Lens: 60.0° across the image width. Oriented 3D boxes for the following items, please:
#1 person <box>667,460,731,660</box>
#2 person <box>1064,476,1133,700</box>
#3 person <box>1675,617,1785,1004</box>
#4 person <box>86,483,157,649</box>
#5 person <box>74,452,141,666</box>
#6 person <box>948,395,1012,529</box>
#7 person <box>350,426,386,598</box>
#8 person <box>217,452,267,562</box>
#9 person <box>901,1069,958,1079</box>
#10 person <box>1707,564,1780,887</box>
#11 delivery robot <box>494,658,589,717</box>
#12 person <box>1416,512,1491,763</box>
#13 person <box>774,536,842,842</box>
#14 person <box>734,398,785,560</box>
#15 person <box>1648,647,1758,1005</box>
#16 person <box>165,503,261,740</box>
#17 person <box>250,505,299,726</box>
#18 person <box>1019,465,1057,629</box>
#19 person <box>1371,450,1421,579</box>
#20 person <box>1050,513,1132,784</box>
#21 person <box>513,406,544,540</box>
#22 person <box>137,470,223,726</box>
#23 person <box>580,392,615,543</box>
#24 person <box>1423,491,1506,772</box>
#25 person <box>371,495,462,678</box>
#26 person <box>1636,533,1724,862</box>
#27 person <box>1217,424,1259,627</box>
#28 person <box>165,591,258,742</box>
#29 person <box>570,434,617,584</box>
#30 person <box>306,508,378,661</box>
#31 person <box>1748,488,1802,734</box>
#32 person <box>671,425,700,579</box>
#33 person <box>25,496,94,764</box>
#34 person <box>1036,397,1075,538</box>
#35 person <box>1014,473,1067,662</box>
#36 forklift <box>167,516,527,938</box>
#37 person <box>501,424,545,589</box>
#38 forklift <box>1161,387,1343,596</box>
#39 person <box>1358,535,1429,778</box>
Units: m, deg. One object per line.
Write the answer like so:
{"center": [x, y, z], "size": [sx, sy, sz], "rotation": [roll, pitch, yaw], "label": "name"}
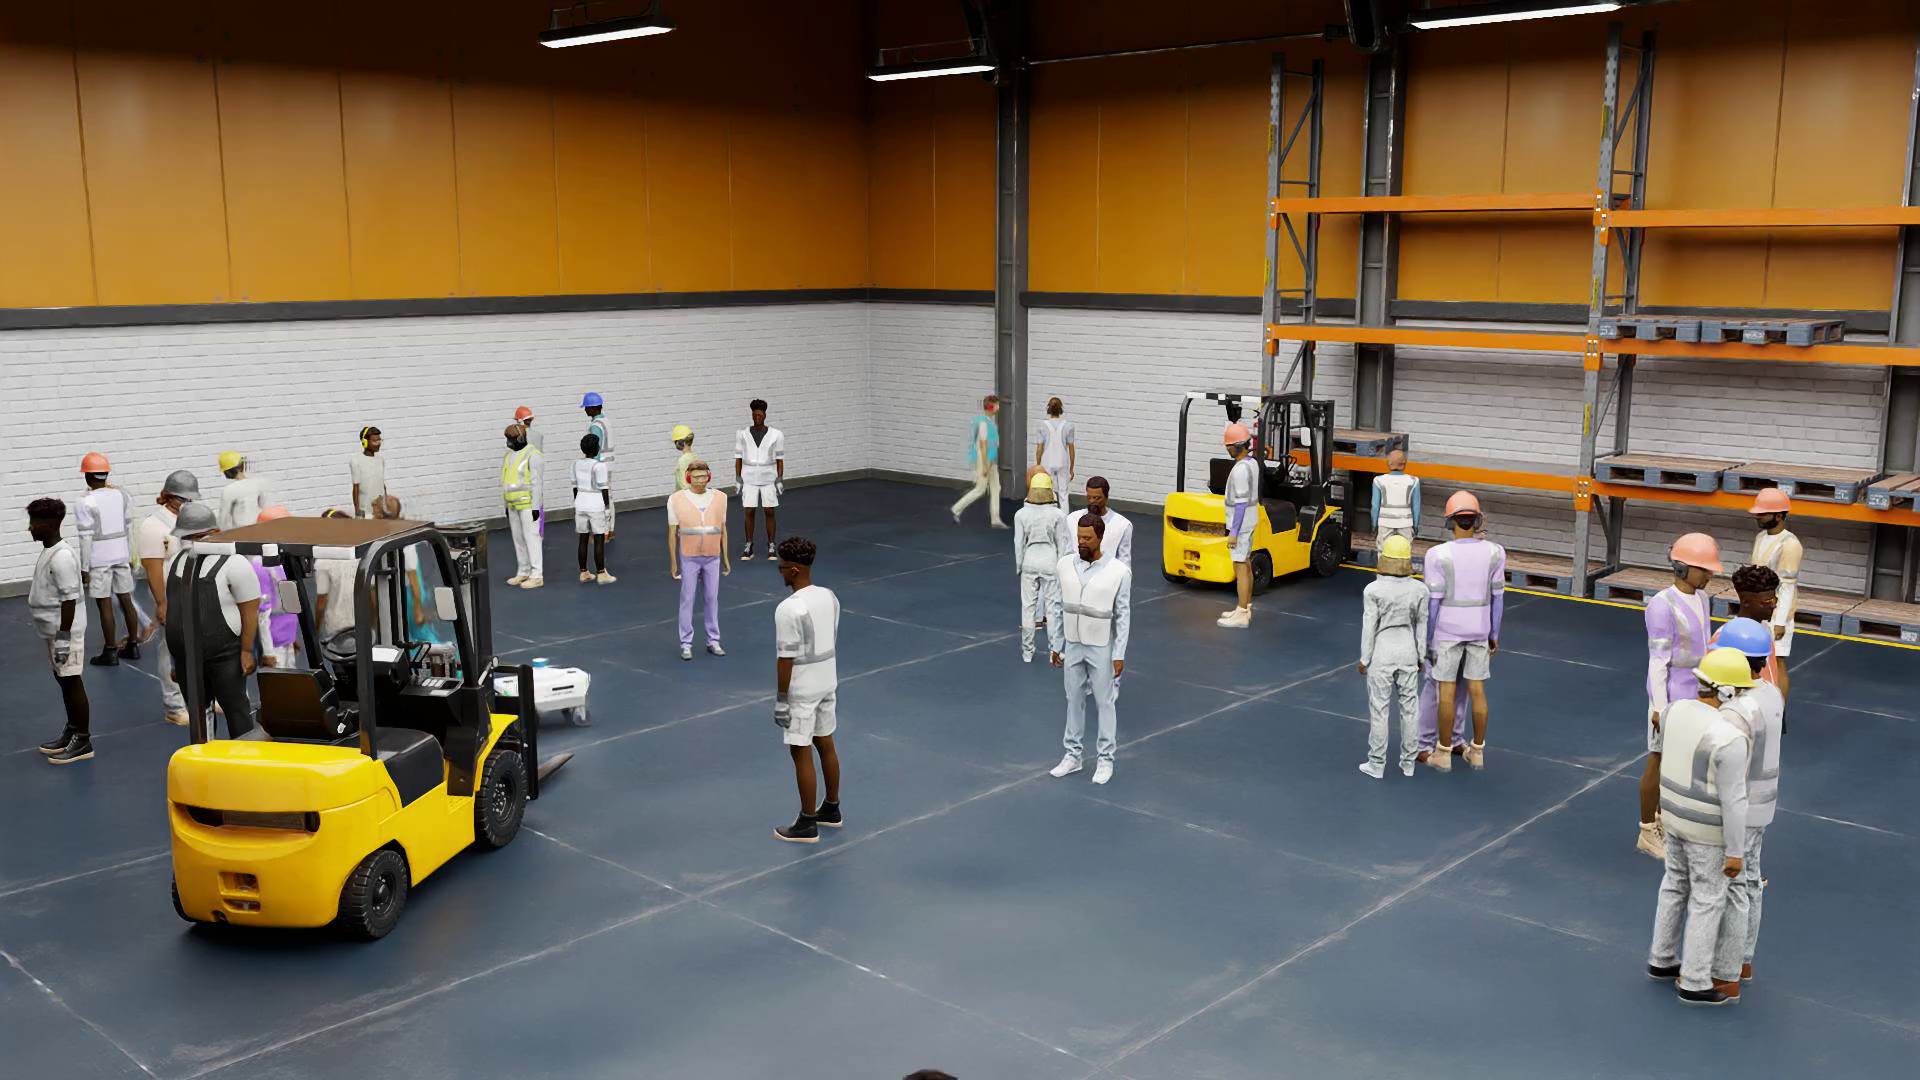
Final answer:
{"center": [-2.404, 0.172, 15.322], "size": [0.571, 1.841, 0.376], "rotation": [-5, 11, -26], "label": "person"}
{"center": [1.150, 0.407, 13.812], "size": [0.591, 1.911, 0.390], "rotation": [6, 12, 32], "label": "person"}
{"center": [3.888, 1.346, 8.344], "size": [0.384, 1.949, 0.605], "rotation": [8, 13, 39], "label": "person"}
{"center": [-7.923, 0.232, 15.628], "size": [0.539, 1.606, 0.395], "rotation": [8, 13, 37], "label": "person"}
{"center": [-7.743, 0.173, 15.050], "size": [0.379, 1.938, 0.547], "rotation": [5, 11, 25], "label": "person"}
{"center": [0.278, -1.039, 22.319], "size": [0.804, 1.815, 0.597], "rotation": [3, 10, 15], "label": "person"}
{"center": [-6.365, -0.304, 18.004], "size": [0.322, 1.860, 0.519], "rotation": [4, 11, 22], "label": "person"}
{"center": [-7.354, -0.053, 16.975], "size": [0.734, 1.718, 0.550], "rotation": [3, 10, 14], "label": "person"}
{"center": [-0.237, 2.163, 3.895], "size": [0.621, 1.881, 0.710], "rotation": [8, 13, 37], "label": "person"}
{"center": [4.548, 1.101, 9.685], "size": [0.612, 1.965, 0.362], "rotation": [-10, 14, -44], "label": "person"}
{"center": [-3.286, 1.171, 13.036], "size": [0.707, 0.478, 0.477], "rotation": [-7, 12, -34], "label": "delivery robot"}
{"center": [3.636, 0.716, 12.115], "size": [0.662, 1.895, 0.402], "rotation": [-7, 12, -33], "label": "person"}
{"center": [-0.989, 0.942, 10.633], "size": [0.387, 1.957, 0.603], "rotation": [5, 11, 25], "label": "person"}
{"center": [-2.424, -0.728, 20.104], "size": [0.607, 1.965, 0.367], "rotation": [0, 10, -1], "label": "person"}
{"center": [3.711, 1.422, 8.297], "size": [0.403, 1.817, 0.601], "rotation": [-2, 10, -11], "label": "person"}
{"center": [-5.221, 0.743, 11.516], "size": [0.687, 2.000, 0.535], "rotation": [3, 10, 15], "label": "person"}
{"center": [-4.918, 0.702, 12.043], "size": [0.376, 1.935, 0.548], "rotation": [-1, 10, -4], "label": "person"}
{"center": [0.781, 0.067, 16.523], "size": [0.289, 1.633, 0.498], "rotation": [7, 12, 36], "label": "person"}
{"center": [4.627, -0.138, 17.682], "size": [0.512, 1.637, 0.307], "rotation": [2, 10, 12], "label": "person"}
{"center": [0.925, 0.756, 11.794], "size": [0.593, 1.917, 0.391], "rotation": [6, 12, 30], "label": "person"}
{"center": [-5.570, -0.843, 21.362], "size": [0.335, 1.749, 0.576], "rotation": [4, 11, 19], "label": "person"}
{"center": [-6.138, 0.436, 13.261], "size": [0.535, 2.000, 0.673], "rotation": [2, 10, 12], "label": "person"}
{"center": [-4.635, -0.929, 21.332], "size": [0.416, 1.939, 0.604], "rotation": [0, 10, 1], "label": "person"}
{"center": [3.597, 0.662, 11.995], "size": [0.605, 2.033, 0.392], "rotation": [-1, 10, -8], "label": "person"}
{"center": [-4.540, 0.509, 13.617], "size": [1.013, 1.792, 0.517], "rotation": [-5, 11, -26], "label": "person"}
{"center": [4.457, 0.959, 10.284], "size": [0.607, 2.041, 0.377], "rotation": [-9, 14, -43], "label": "person"}
{"center": [2.768, -0.142, 16.577], "size": [0.388, 2.034, 0.605], "rotation": [4, 11, 19], "label": "person"}
{"center": [-5.275, 0.807, 11.744], "size": [0.602, 1.830, 0.404], "rotation": [-7, 12, -36], "label": "person"}
{"center": [-4.135, -0.349, 18.705], "size": [0.529, 1.697, 0.321], "rotation": [6, 12, 31], "label": "person"}
{"center": [-4.648, 0.677, 12.486], "size": [0.609, 1.867, 0.569], "rotation": [5, 11, 27], "label": "person"}
{"center": [6.281, 0.551, 12.945], "size": [0.395, 1.929, 0.539], "rotation": [0, 10, -3], "label": "person"}
{"center": [-3.131, -0.430, 19.001], "size": [0.322, 1.759, 0.535], "rotation": [1, 10, 6], "label": "person"}
{"center": [-6.635, 0.651, 12.246], "size": [0.367, 1.967, 0.606], "rotation": [-7, 12, -36], "label": "person"}
{"center": [1.237, -0.934, 21.621], "size": [0.507, 1.846, 0.343], "rotation": [0, 10, 0], "label": "person"}
{"center": [0.742, 0.253, 15.173], "size": [0.483, 1.736, 0.312], "rotation": [2, 10, 11], "label": "person"}
{"center": [-3.583, 0.976, 9.748], "size": [1.214, 2.155, 2.313], "rotation": [2, 10, 11], "label": "forklift"}
{"center": [-4.879, -0.386, 18.557], "size": [0.646, 1.829, 0.429], "rotation": [9, 13, 41], "label": "person"}
{"center": [3.298, -0.608, 18.767], "size": [1.214, 2.155, 2.313], "rotation": [9, 13, 42], "label": "forklift"}
{"center": [3.081, 0.828, 11.874], "size": [0.494, 1.743, 0.308], "rotation": [-2, 10, -9], "label": "person"}
